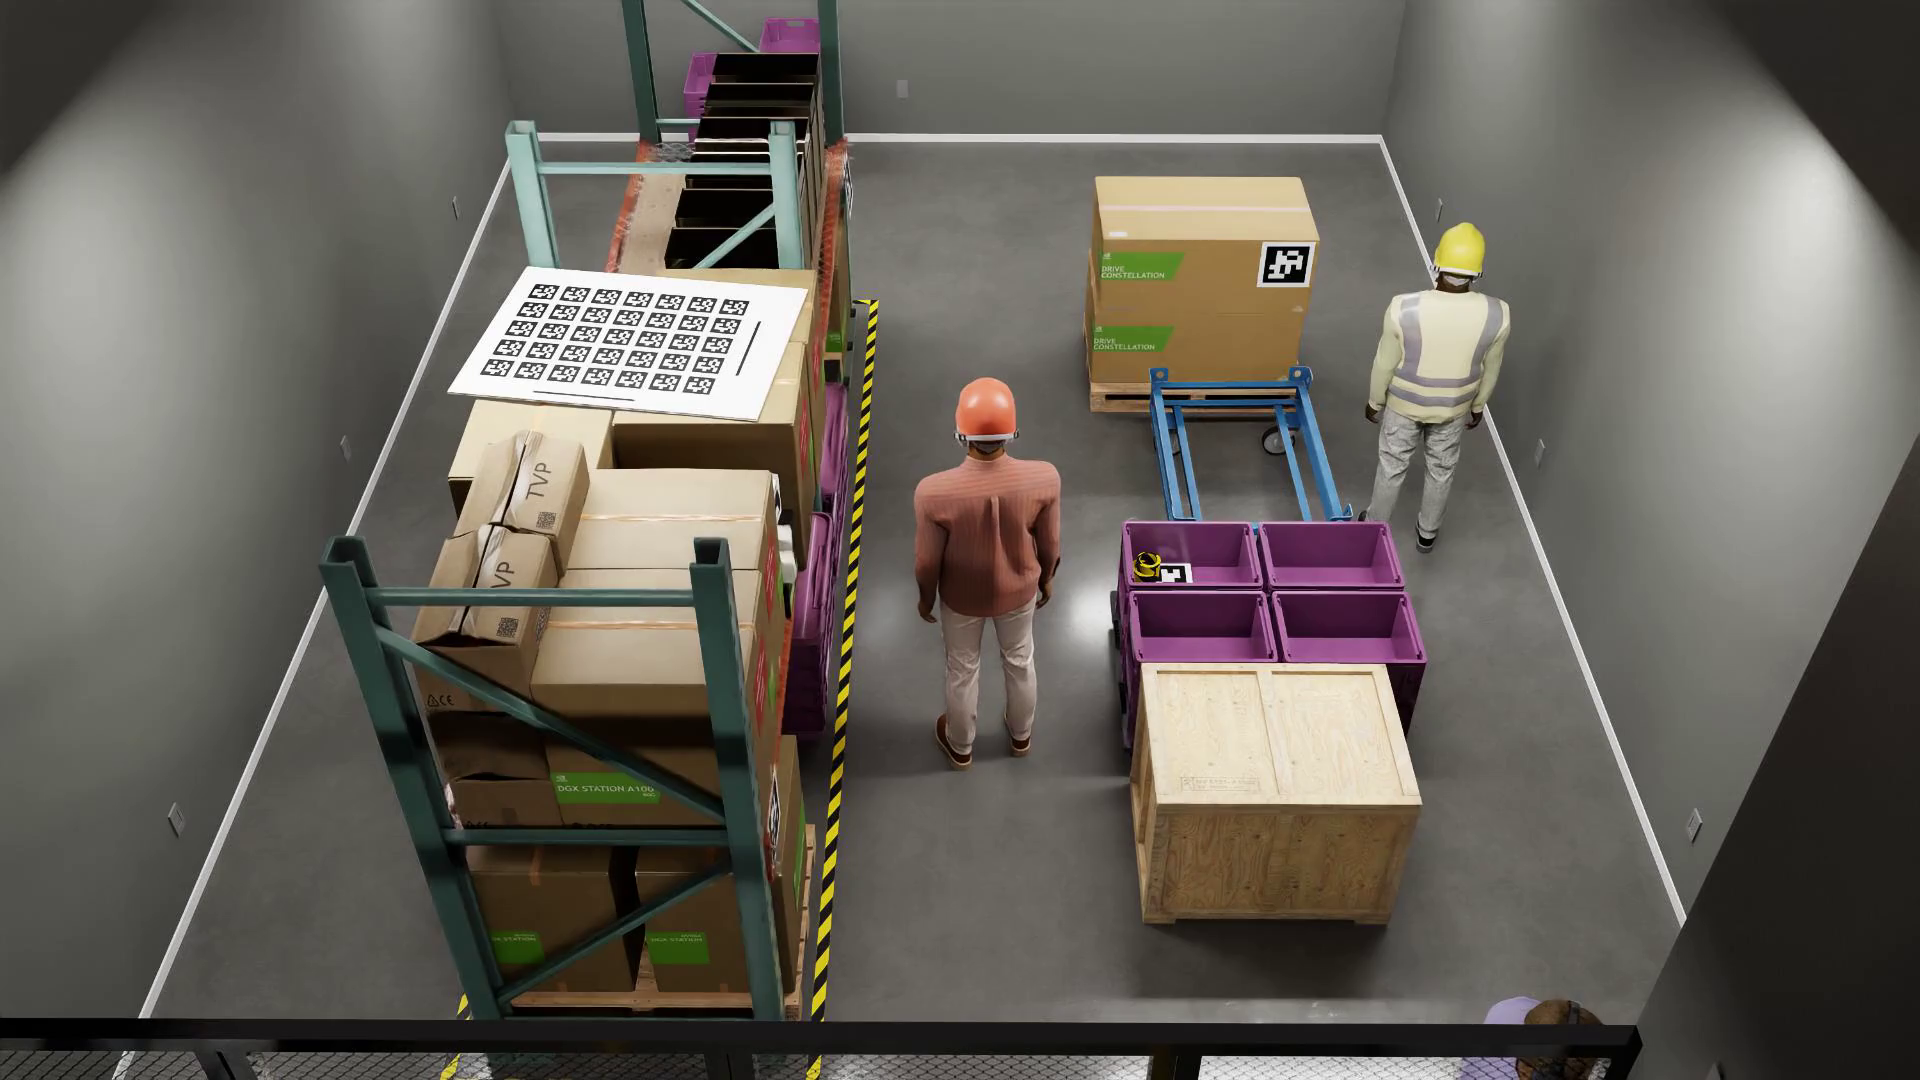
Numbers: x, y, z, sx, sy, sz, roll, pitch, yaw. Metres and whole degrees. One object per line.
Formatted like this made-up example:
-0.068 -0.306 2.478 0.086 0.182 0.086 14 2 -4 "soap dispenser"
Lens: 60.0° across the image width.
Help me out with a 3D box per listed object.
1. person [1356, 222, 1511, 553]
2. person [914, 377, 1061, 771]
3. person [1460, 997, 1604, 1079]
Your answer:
2.248 -0.695 7.986 0.591 1.833 0.403 2 41 2 "person"
0.109 0.175 6.872 0.609 1.995 0.376 -9 42 -11 "person"
1.542 1.938 4.903 0.352 1.937 0.635 11 42 12 "person"
